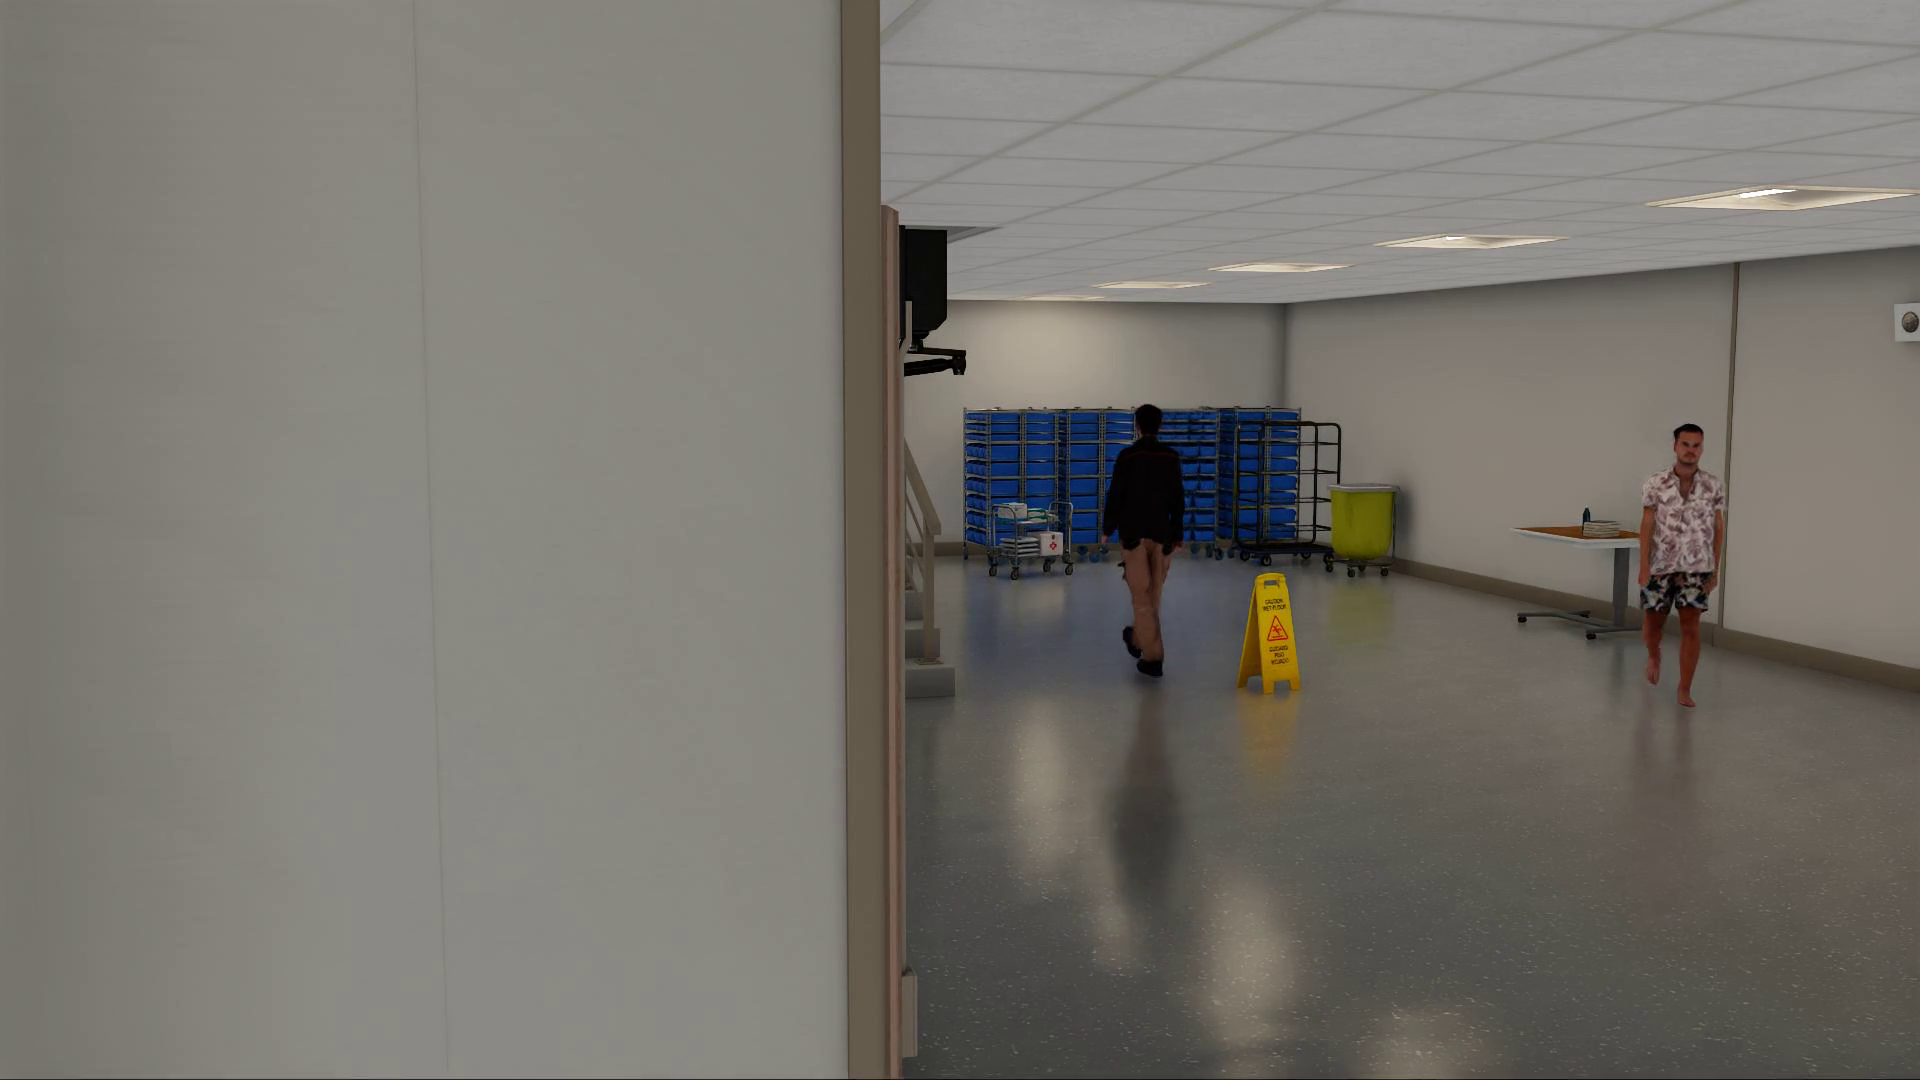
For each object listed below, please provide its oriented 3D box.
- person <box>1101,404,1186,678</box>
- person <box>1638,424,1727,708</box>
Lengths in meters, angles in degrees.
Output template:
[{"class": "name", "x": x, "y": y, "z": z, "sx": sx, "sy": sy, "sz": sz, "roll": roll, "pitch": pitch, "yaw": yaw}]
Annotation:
[{"class": "person", "x": 1.330, "y": 0.027, "z": 11.683, "sx": 0.735, "sy": 1.885, "sz": 1.166, "roll": -2, "pitch": 6, "yaw": -18}, {"class": "person", "x": 4.676, "y": 0.153, "z": 10.862, "sx": 0.970, "sy": 1.798, "sz": 1.086, "roll": 2, "pitch": 6, "yaw": 18}]
